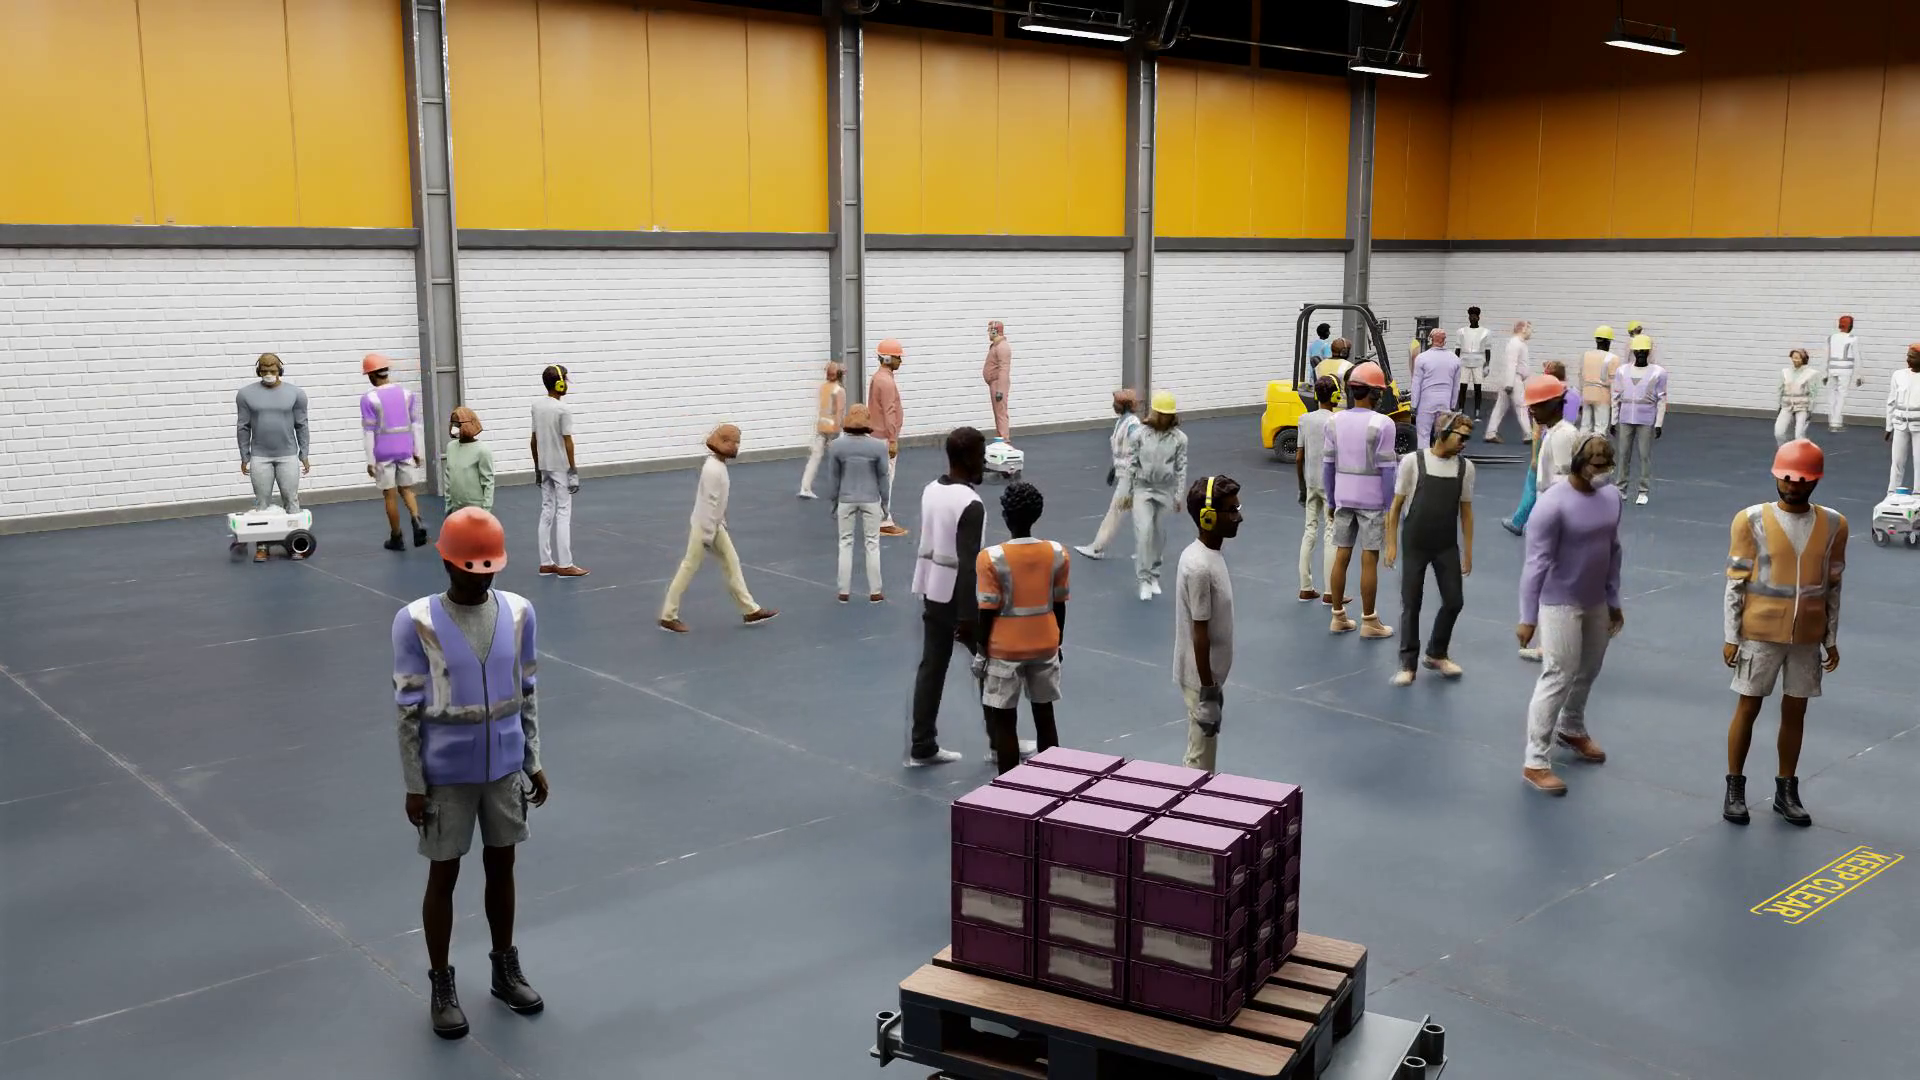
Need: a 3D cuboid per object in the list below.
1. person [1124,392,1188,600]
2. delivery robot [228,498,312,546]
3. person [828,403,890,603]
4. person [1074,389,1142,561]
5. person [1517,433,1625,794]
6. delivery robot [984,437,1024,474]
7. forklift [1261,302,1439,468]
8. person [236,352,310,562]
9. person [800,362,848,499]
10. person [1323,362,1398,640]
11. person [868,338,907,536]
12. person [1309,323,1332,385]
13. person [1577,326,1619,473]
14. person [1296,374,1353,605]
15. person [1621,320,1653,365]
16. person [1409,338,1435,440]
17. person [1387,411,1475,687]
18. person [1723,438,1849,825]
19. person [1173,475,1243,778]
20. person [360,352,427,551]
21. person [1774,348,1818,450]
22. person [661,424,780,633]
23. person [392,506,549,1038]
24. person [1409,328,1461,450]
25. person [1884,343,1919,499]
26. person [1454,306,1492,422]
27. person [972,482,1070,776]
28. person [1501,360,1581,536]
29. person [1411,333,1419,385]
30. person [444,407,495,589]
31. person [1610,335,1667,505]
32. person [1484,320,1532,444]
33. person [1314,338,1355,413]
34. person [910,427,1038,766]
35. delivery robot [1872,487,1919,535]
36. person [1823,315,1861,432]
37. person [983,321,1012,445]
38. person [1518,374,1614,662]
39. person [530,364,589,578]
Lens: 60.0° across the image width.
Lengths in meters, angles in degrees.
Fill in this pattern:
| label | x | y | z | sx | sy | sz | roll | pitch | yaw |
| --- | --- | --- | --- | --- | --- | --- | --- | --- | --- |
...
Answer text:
| label | x | y | z | sx | sy | sz | roll | pitch | yaw |
| --- | --- | --- | --- | --- | --- | --- | --- | --- | --- |
| person | 1.620 | -0.360 | 13.650 | 0.504 | 1.703 | 0.752 | -1 | 10 | -6 |
| delivery robot | -6.444 | -0.152 | 15.533 | 0.707 | 0.478 | 0.477 | -4 | 11 | -27 |
| person | -0.818 | -0.293 | 13.497 | 0.499 | 1.633 | 0.283 | 0 | 10 | 3 |
| person | 1.466 | -0.589 | 15.332 | 0.860 | 1.592 | 0.551 | -1 | 10 | -6 |
| person | 3.288 | 0.358 | 8.936 | 0.756 | 1.907 | 0.521 | -6 | 12 | -33 |
| delivery robot | 0.501 | -1.036 | 20.720 | 0.477 | 0.478 | 0.707 | -5 | 11 | -27 |
| forklift | 5.320 | -2.157 | 22.763 | 2.313 | 2.155 | 1.214 | 3 | 10 | 16 |
| person | -6.333 | -0.765 | 15.372 | 0.627 | 1.937 | 0.372 | -3 | 10 | -18 |
| person | -1.503 | -1.266 | 19.340 | 0.883 | 1.588 | 0.512 | -8 | 12 | -39 |
| person | 2.961 | -0.286 | 12.256 | 0.376 | 2.043 | 0.605 | -9 | 13 | -42 |
| person | -0.733 | -1.042 | 16.826 | 0.395 | 1.990 | 0.619 | -3 | 10 | -15 |
| person | 6.059 | -2.788 | 27.911 | 0.318 | 1.695 | 0.540 | -4 | 11 | -23 |
| person | 8.252 | -1.803 | 21.502 | 0.388 | 1.919 | 0.586 | -7 | 12 | -34 |
| person | 2.960 | -0.406 | 13.479 | 0.329 | 1.867 | 0.508 | -9 | 13 | -43 |
| person | 11.283 | -2.783 | 27.739 | 0.535 | 1.739 | 0.492 | -3 | 10 | -19 |
| person | 7.160 | -2.463 | 25.613 | 0.430 | 1.836 | 0.624 | -3 | 10 | -18 |
| person | 3.092 | 0.057 | 10.950 | 0.598 | 1.814 | 0.420 | 0 | 10 | 0 |
| person | 4.068 | 0.458 | 8.213 | 0.551 | 1.933 | 0.365 | 1 | 10 | 7 |
| person | 1.102 | 0.641 | 7.332 | 0.328 | 1.872 | 0.513 | 1 | 10 | 7 |
| person | -5.370 | -0.823 | 15.777 | 0.545 | 1.915 | 0.596 | 9 | 13 | 42 |
| person | 10.898 | -1.688 | 21.701 | 0.372 | 1.627 | 0.518 | -7 | 12 | -37 |
| person | -1.818 | -0.090 | 12.504 | 0.941 | 1.553 | 0.513 | 0 | 10 | -1 |
| person | -1.762 | 0.828 | 6.068 | 0.542 | 1.928 | 0.375 | -8 | 12 | -38 |
| person | 6.038 | -1.743 | 21.222 | 0.647 | 1.901 | 0.402 | -2 | 10 | -13 |
| person | 10.393 | -1.213 | 18.148 | 0.362 | 1.883 | 0.575 | -7 | 12 | -34 |
| person | 8.729 | -2.997 | 28.357 | 0.611 | 1.962 | 0.362 | 4 | 10 | 22 |
| person | 0.303 | 0.552 | 8.358 | 0.542 | 1.695 | 0.316 | -5 | 11 | -28 |
| person | 5.808 | -0.877 | 16.441 | 0.582 | 1.793 | 0.939 | -3 | 10 | -16 |
| person | 6.975 | -2.342 | 25.101 | 0.309 | 1.769 | 0.525 | -2 | 10 | -11 |
| person | -3.898 | -0.243 | 13.192 | 0.498 | 1.634 | 0.279 | 6 | 11 | 31 |
| person | 7.697 | -1.368 | 18.918 | 0.594 | 1.928 | 0.364 | 9 | 13 | 41 |
| person | 8.348 | -2.352 | 24.903 | 0.927 | 1.854 | 0.671 | 2 | 10 | 12 |
| person | 4.532 | -1.502 | 19.963 | 0.429 | 1.843 | 0.627 | -6 | 11 | -32 |
| person | 0.082 | 0.314 | 9.215 | 0.850 | 1.889 | 0.596 | -5 | 11 | -29 |
| delivery robot | 9.171 | -0.271 | 16.239 | 0.477 | 0.478 | 0.707 | 8 | 12 | 38 |
| person | 14.154 | -2.663 | 26.681 | 0.385 | 1.883 | 0.587 | -4 | 11 | -25 |
| person | 0.523 | -2.160 | 23.640 | 0.400 | 1.903 | 0.644 | 0 | 10 | -3 |
| person | 4.134 | -0.132 | 11.456 | 0.627 | 2.003 | 0.661 | 3 | 10 | 18 |
| person | -3.545 | -0.603 | 14.617 | 0.518 | 1.870 | 0.323 | 7 | 12 | 35 |
